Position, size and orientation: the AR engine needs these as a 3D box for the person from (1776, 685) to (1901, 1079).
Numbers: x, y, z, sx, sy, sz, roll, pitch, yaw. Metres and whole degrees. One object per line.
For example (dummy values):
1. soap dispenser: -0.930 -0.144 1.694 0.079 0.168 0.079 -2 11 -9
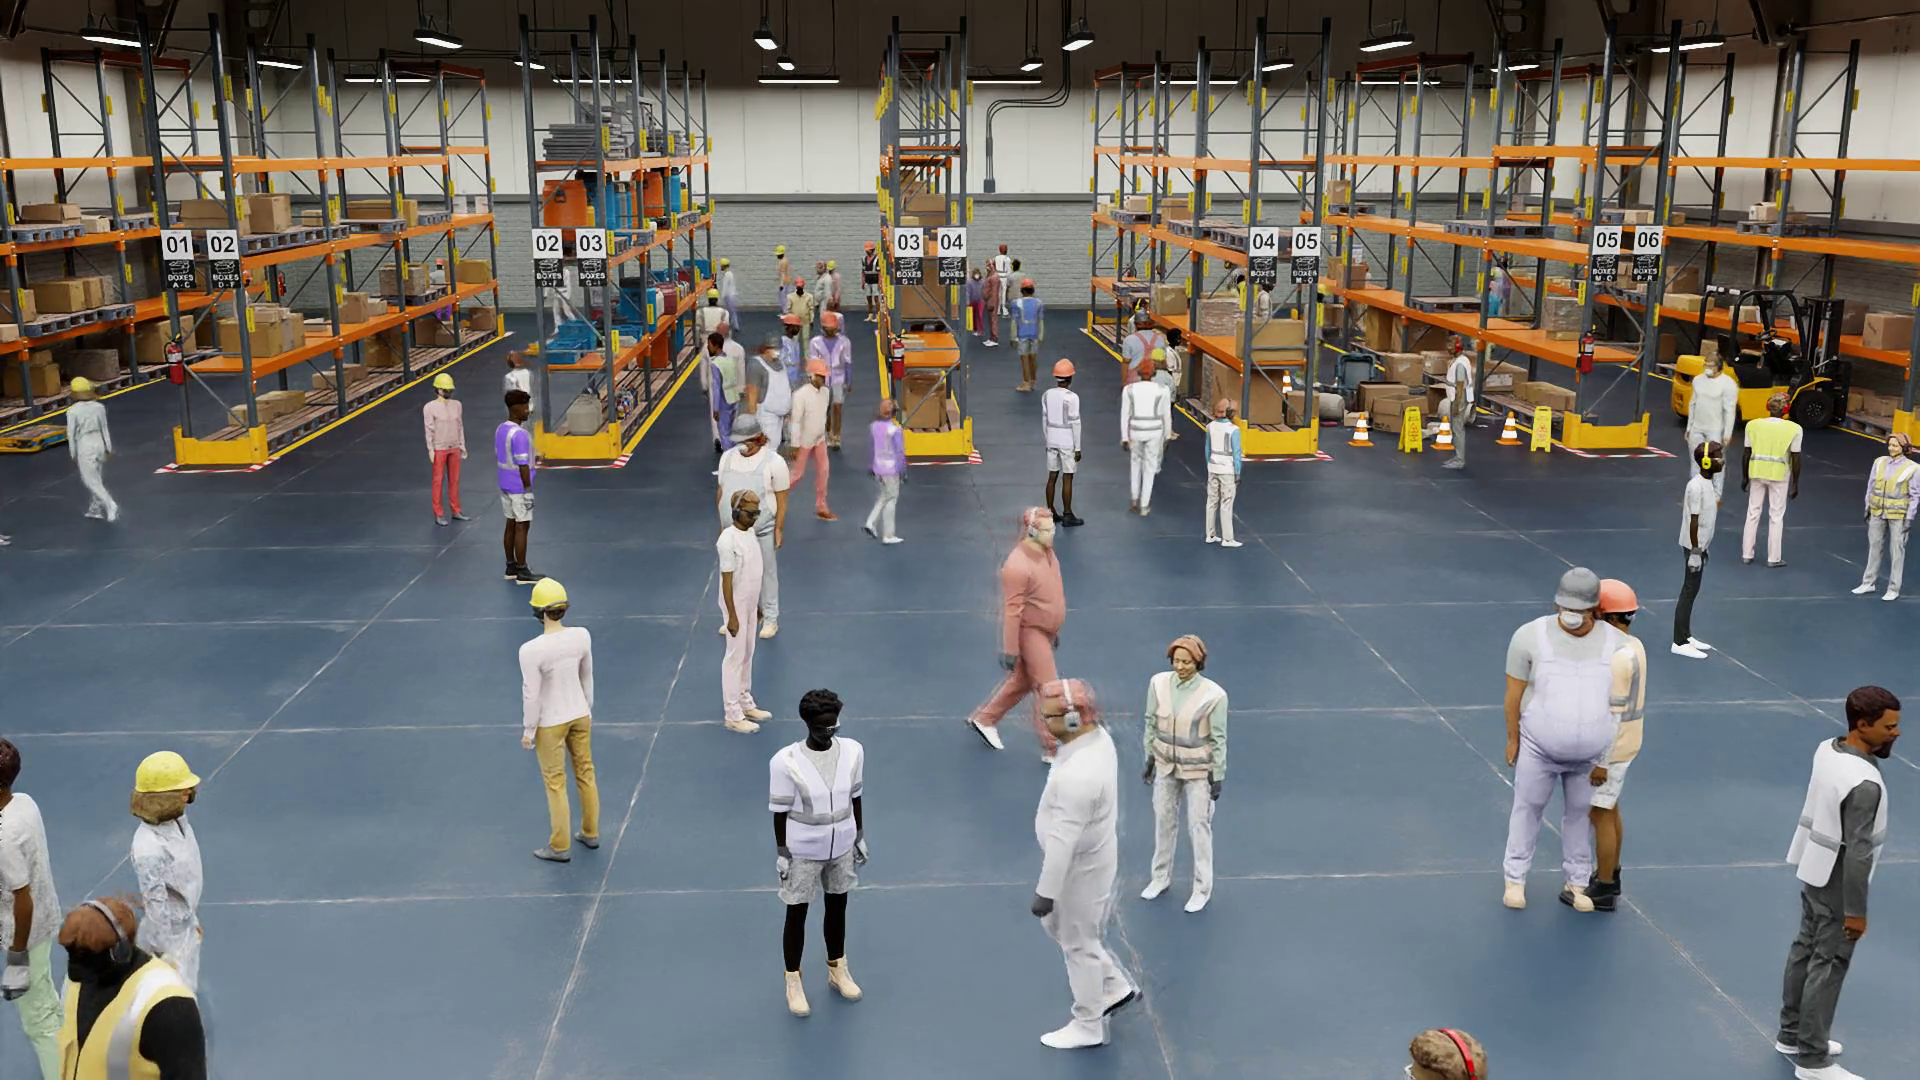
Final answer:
1. person: 4.093 1.595 7.781 0.393 1.916 0.590 3 14 11

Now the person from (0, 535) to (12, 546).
1. person: -10.751 -0.846 18.262 0.389 1.850 0.566 -7 15 -27

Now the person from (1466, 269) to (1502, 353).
1. person: 11.267 -4.932 35.702 0.624 1.787 0.890 -3 14 -12

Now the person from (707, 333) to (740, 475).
1. person: -3.170 -1.823 22.300 0.408 1.905 0.605 3 14 11

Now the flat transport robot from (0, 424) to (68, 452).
1. flat transport robot: -13.570 -1.496 24.397 0.652 0.197 1.431 1 13 3

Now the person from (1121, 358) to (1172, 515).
1. person: 2.256 -1.262 20.007 0.584 1.858 0.737 4 14 16

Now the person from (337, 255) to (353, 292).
1. person: -15.383 -6.296 41.597 0.662 1.734 0.536 -1 13 -4

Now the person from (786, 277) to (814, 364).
1. person: -3.235 -4.439 33.710 0.577 1.750 0.342 0 13 -1

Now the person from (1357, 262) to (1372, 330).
1. person: 9.677 -5.867 39.990 0.507 1.633 0.267 -10 16 -35

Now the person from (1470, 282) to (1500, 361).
1. person: 10.420 -4.309 33.171 0.599 1.725 0.661 -3 14 -11

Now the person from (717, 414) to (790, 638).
1. person: -1.886 -0.132 14.826 0.673 2.000 0.535 4 14 18

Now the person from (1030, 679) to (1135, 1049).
1. person: 0.549 1.565 7.978 0.449 1.884 0.664 1 13 6

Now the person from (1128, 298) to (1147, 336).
1. person: 2.942 -3.097 27.827 0.392 1.875 0.576 3 14 11

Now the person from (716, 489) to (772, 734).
1. person: -1.627 0.522 12.491 0.344 1.839 0.505 4 14 15

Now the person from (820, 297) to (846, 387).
1. person: -2.317 -3.600 30.377 0.513 1.641 0.309 7 15 27

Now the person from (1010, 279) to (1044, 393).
1. person: 1.209 -3.662 29.900 0.619 2.010 0.690 -5 14 -18

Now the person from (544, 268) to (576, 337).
1. person: -9.261 -5.657 38.598 0.718 1.878 0.613 9 16 35

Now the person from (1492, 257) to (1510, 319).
1. person: 12.530 -5.641 38.595 0.429 1.844 0.627 2 13 8

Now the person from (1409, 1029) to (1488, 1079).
1. person: 1.468 2.296 4.984 0.388 1.838 0.564 -2 13 -10

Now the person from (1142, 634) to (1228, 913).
1. person: 1.291 1.325 9.541 0.521 1.632 0.314 10 17 37

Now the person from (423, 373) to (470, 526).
1. person: -5.974 -1.062 19.356 0.308 1.769 0.525 9 16 34

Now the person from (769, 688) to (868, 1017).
1. person: -0.709 1.556 8.421 0.532 1.693 0.319 -8 16 -31

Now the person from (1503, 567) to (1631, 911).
1. person: 3.456 1.134 9.463 0.684 2.000 0.536 2 13 8

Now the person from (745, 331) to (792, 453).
1. person: -2.422 -1.709 21.506 0.555 2.000 0.683 6 15 25

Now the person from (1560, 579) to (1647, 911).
1. person: 3.714 1.169 9.570 0.384 1.926 0.550 6 15 26

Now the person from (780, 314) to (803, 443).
1. person: -2.552 -2.384 24.652 0.598 1.905 0.654 6 14 22

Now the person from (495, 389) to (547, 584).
1. person: -4.441 -0.541 16.720 0.365 1.963 0.610 -9 16 -34

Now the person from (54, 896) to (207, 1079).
1. person: -2.864 2.075 5.954 0.656 1.821 0.587 9 16 34

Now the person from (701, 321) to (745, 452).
1. person: -3.427 -2.222 24.044 0.651 1.876 0.883 0 13 -2

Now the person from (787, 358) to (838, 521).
1. person: -1.859 -1.194 19.557 0.838 1.950 0.637 10 16 36

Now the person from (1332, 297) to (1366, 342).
1. person: 8.831 -5.310 37.433 0.741 1.730 0.570 9 16 34

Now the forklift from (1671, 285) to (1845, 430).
1. forklift: 12.503 -2.886 26.166 2.313 2.155 1.214 -1 13 -3

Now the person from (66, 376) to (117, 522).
1. person: -10.122 -1.052 19.426 0.733 1.723 0.496 7 15 26
